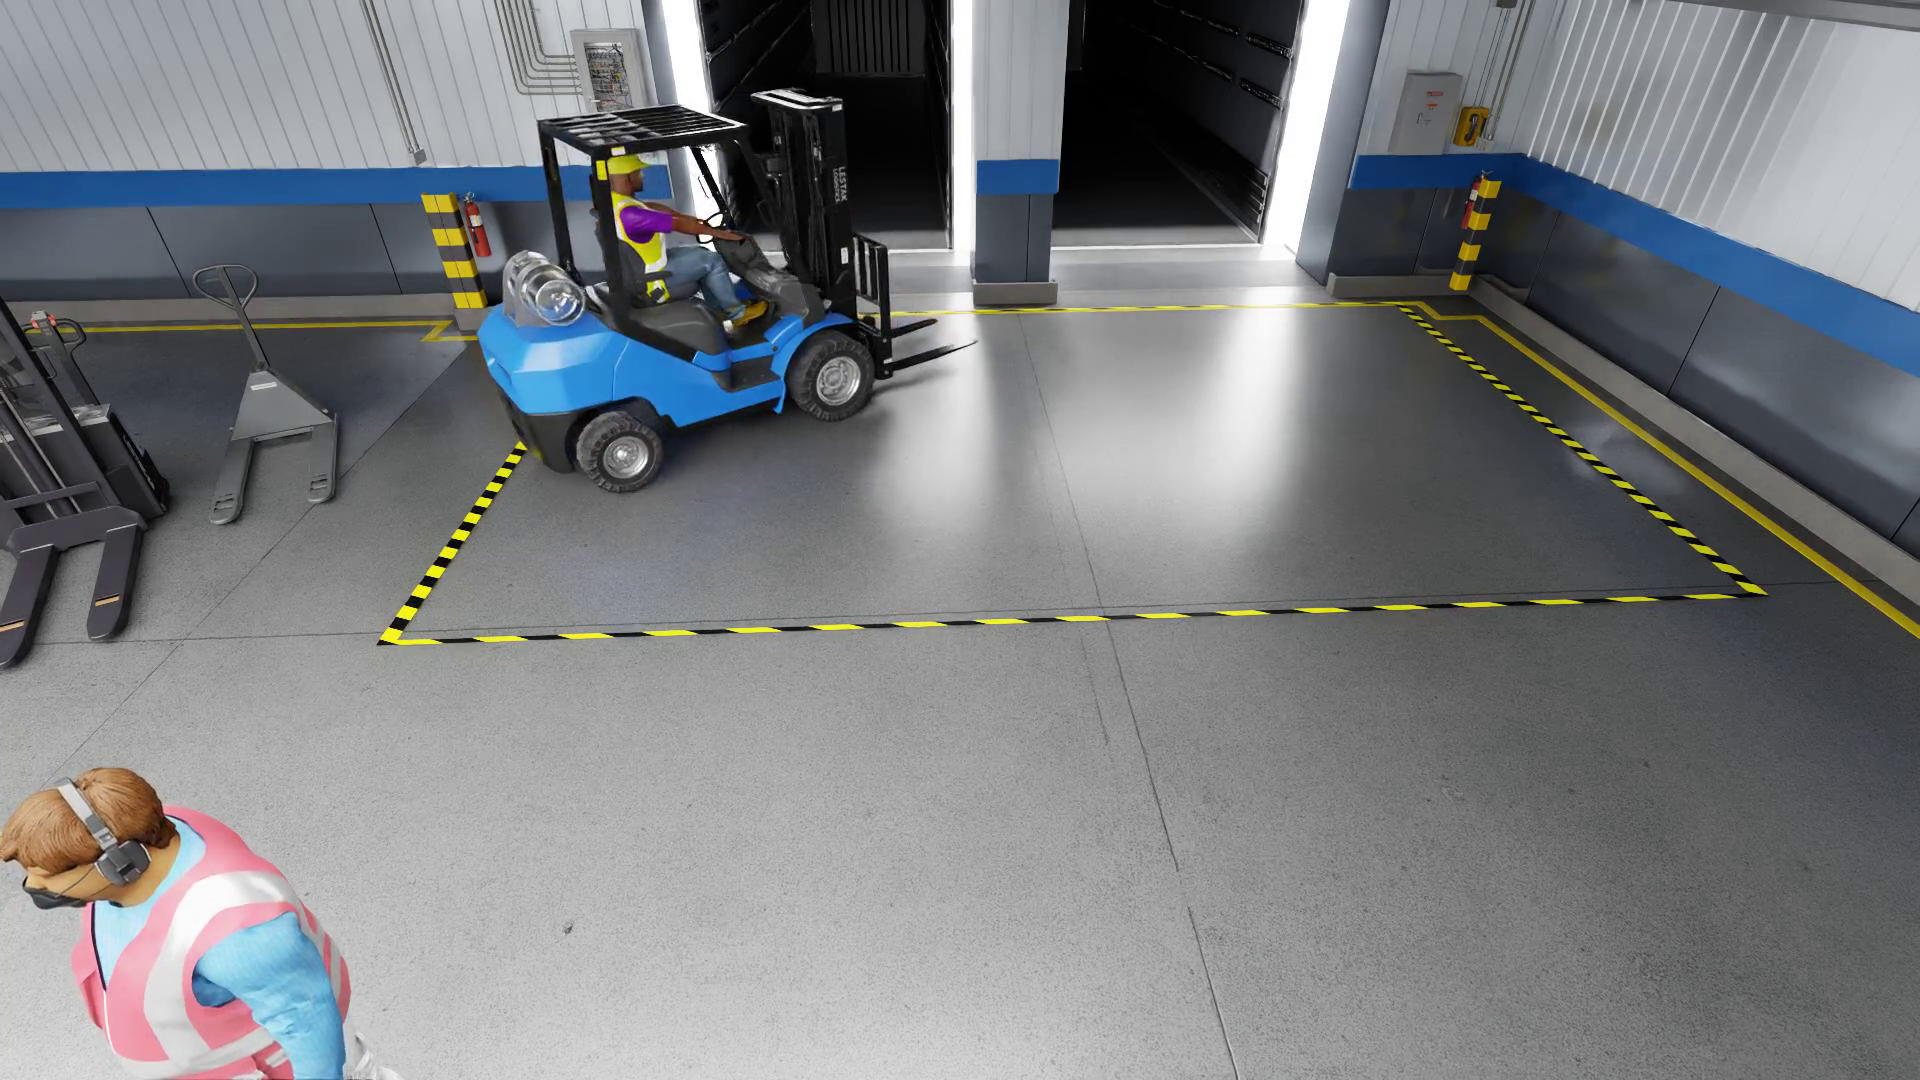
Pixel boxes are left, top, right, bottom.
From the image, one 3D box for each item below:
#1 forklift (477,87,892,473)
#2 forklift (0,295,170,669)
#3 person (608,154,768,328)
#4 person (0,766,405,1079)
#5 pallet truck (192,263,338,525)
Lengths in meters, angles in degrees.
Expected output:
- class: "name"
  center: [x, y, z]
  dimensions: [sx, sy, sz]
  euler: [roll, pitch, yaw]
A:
- class: "forklift"
  center: [-1.925, -1.878, 6.377]
  dimensions: [2.680, 2.036, 1.157]
  euler: [-24, 41, -30]
- class: "forklift"
  center: [-5.212, -0.618, 4.878]
  dimensions: [0.823, 1.965, 1.885]
  euler: [-20, 39, -26]
- class: "person"
  center: [-1.873, -2.049, 6.296]
  dimensions: [1.004, 1.293, 0.635]
  euler: [-24, 41, -30]
- class: "person"
  center: [-1.782, 1.246, 2.334]
  dimensions: [0.619, 1.845, 0.431]
  euler: [19, 39, 25]
- class: "pallet truck"
  center: [-4.778, -1.027, 6.128]
  dimensions: [0.680, 1.201, 1.601]
  euler: [-17, 38, -23]
